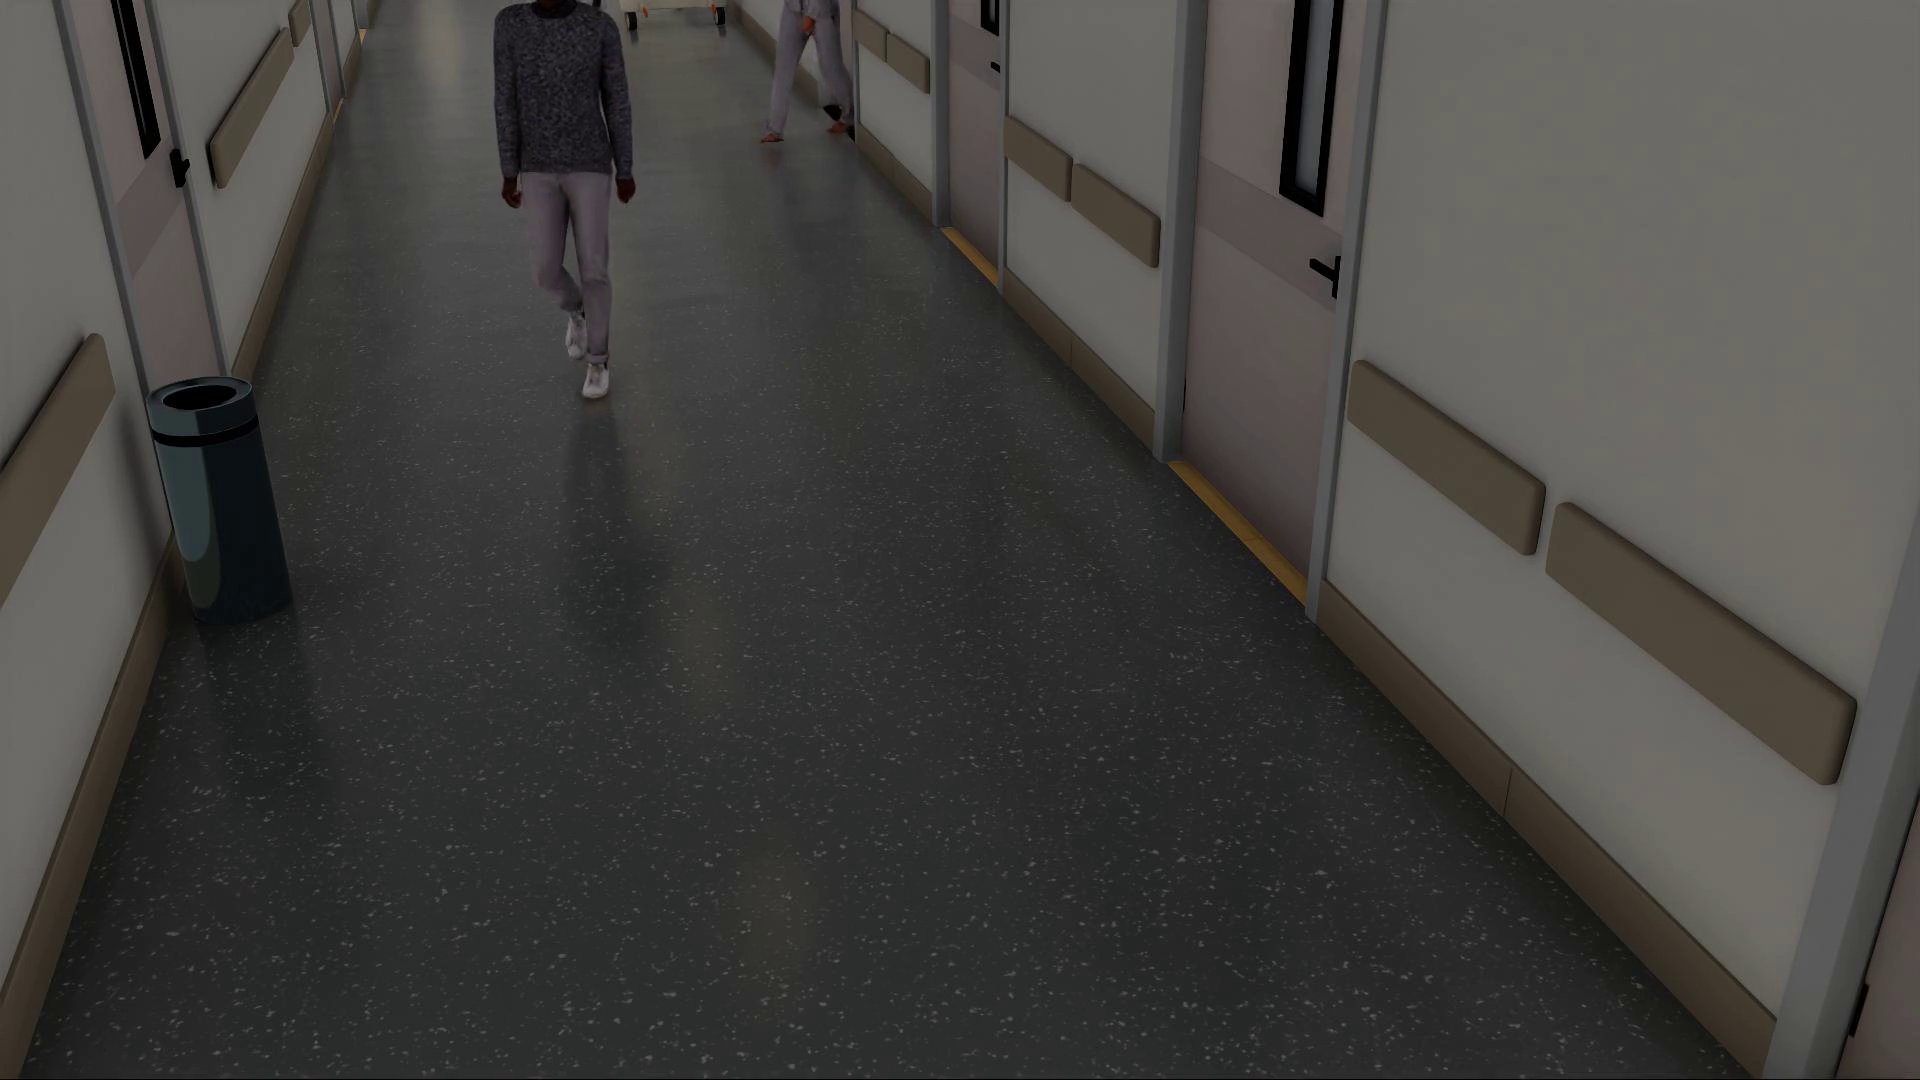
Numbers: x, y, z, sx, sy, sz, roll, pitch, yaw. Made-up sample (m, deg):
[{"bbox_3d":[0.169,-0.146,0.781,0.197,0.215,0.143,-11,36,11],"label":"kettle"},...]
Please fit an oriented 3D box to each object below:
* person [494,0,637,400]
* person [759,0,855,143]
[{"bbox_3d":[-1.584,-1.520,6.791,0.786,1.824,0.834,-2,26,-4],"label":"person"},{"bbox_3d":[-0.921,-3.500,11.041,1.079,1.700,1.153,18,31,32],"label":"person"}]
